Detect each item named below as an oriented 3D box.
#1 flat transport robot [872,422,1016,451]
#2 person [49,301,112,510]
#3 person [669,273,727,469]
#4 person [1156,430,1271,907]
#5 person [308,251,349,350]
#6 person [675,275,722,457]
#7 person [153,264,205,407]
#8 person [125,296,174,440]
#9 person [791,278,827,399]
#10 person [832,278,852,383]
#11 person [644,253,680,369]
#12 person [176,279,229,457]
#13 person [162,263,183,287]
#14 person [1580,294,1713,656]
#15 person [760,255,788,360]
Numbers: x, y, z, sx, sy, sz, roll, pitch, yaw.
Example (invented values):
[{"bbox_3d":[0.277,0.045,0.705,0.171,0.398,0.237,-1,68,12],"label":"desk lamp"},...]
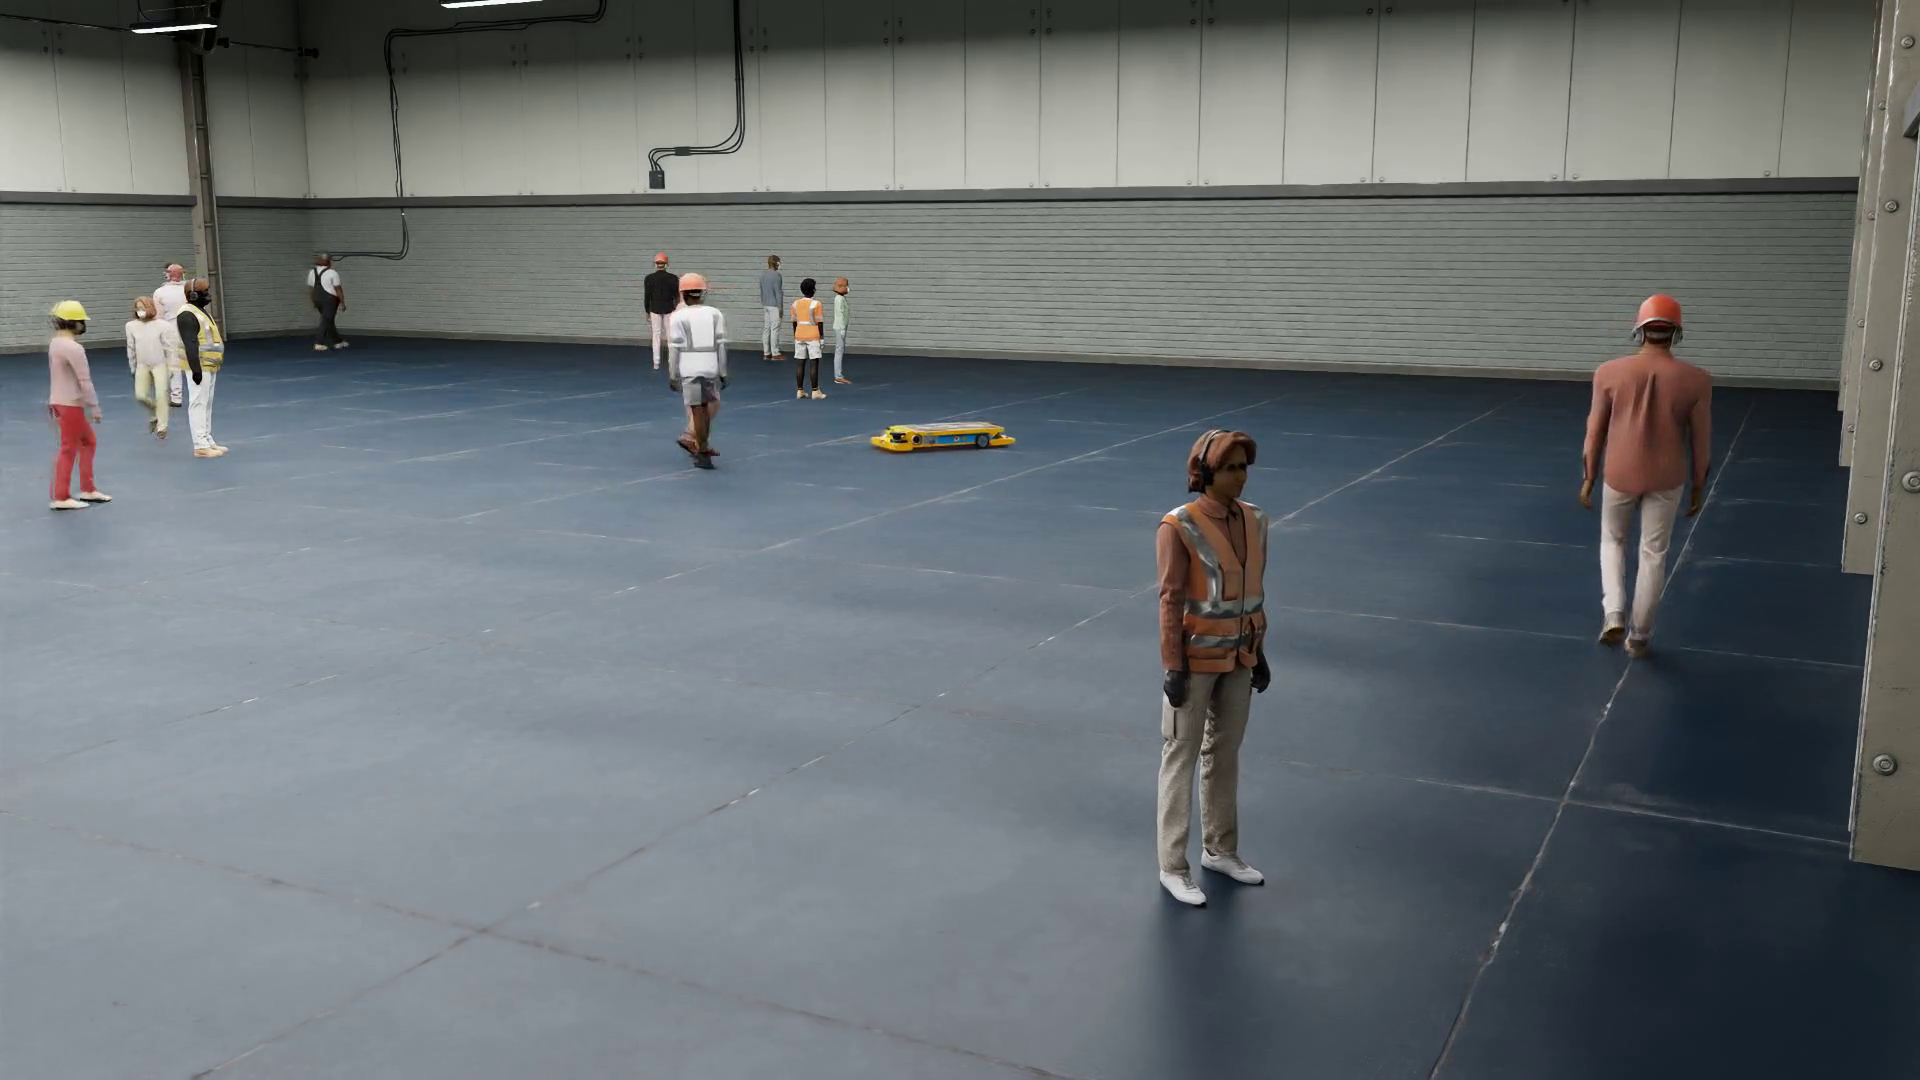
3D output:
[{"bbox_3d":[-0.178,-1.138,18.078,1.431,0.197,0.652,-5,11,-24],"label":"flat transport robot"},{"bbox_3d":[-7.420,-1.135,14.035,0.548,1.742,0.654,9,14,42],"label":"person"},{"bbox_3d":[-2.643,-1.676,16.492,0.558,1.917,0.712,-7,12,-33],"label":"person"},{"bbox_3d":[0.877,0.430,5.792,0.513,1.641,0.307,-9,13,-39],"label":"person"},{"bbox_3d":[-12.719,-4.848,33.478,0.690,2.000,1.035,5,11,24],"label":"person"},{"bbox_3d":[-2.697,-1.769,17.094,0.434,1.891,0.683,-4,11,-19],"label":"person"},{"bbox_3d":[-10.475,-2.740,22.354,0.654,1.904,0.407,-8,13,-37],"label":"person"},{"bbox_3d":[-9.114,-1.940,18.772,0.512,1.623,0.388,-1,10,-6],"label":"person"},{"bbox_3d":[-2.121,-2.821,23.365,0.540,1.696,0.315,6,12,31],"label":"person"},{"bbox_3d":[-1.841,-3.263,25.947,0.281,1.634,0.498,-1,10,-6],"label":"person"},{"bbox_3d":[-5.124,-3.947,28.699,0.623,1.989,0.400,-1,10,-3],"label":"person"},{"bbox_3d":[-7.889,-1.787,17.333,0.429,1.845,0.621,-2,11,-12],"label":"person"},{"bbox_3d":[-13.670,-3.922,29.031,0.535,1.829,0.964,4,11,23],"label":"person"},{"bbox_3d":[3.740,-0.343,9.071,0.652,1.980,0.435,5,11,24],"label":"person"},{"bbox_3d":[-3.446,-4.276,30.644,0.353,1.936,0.635,-8,13,-37],"label":"person"}]
